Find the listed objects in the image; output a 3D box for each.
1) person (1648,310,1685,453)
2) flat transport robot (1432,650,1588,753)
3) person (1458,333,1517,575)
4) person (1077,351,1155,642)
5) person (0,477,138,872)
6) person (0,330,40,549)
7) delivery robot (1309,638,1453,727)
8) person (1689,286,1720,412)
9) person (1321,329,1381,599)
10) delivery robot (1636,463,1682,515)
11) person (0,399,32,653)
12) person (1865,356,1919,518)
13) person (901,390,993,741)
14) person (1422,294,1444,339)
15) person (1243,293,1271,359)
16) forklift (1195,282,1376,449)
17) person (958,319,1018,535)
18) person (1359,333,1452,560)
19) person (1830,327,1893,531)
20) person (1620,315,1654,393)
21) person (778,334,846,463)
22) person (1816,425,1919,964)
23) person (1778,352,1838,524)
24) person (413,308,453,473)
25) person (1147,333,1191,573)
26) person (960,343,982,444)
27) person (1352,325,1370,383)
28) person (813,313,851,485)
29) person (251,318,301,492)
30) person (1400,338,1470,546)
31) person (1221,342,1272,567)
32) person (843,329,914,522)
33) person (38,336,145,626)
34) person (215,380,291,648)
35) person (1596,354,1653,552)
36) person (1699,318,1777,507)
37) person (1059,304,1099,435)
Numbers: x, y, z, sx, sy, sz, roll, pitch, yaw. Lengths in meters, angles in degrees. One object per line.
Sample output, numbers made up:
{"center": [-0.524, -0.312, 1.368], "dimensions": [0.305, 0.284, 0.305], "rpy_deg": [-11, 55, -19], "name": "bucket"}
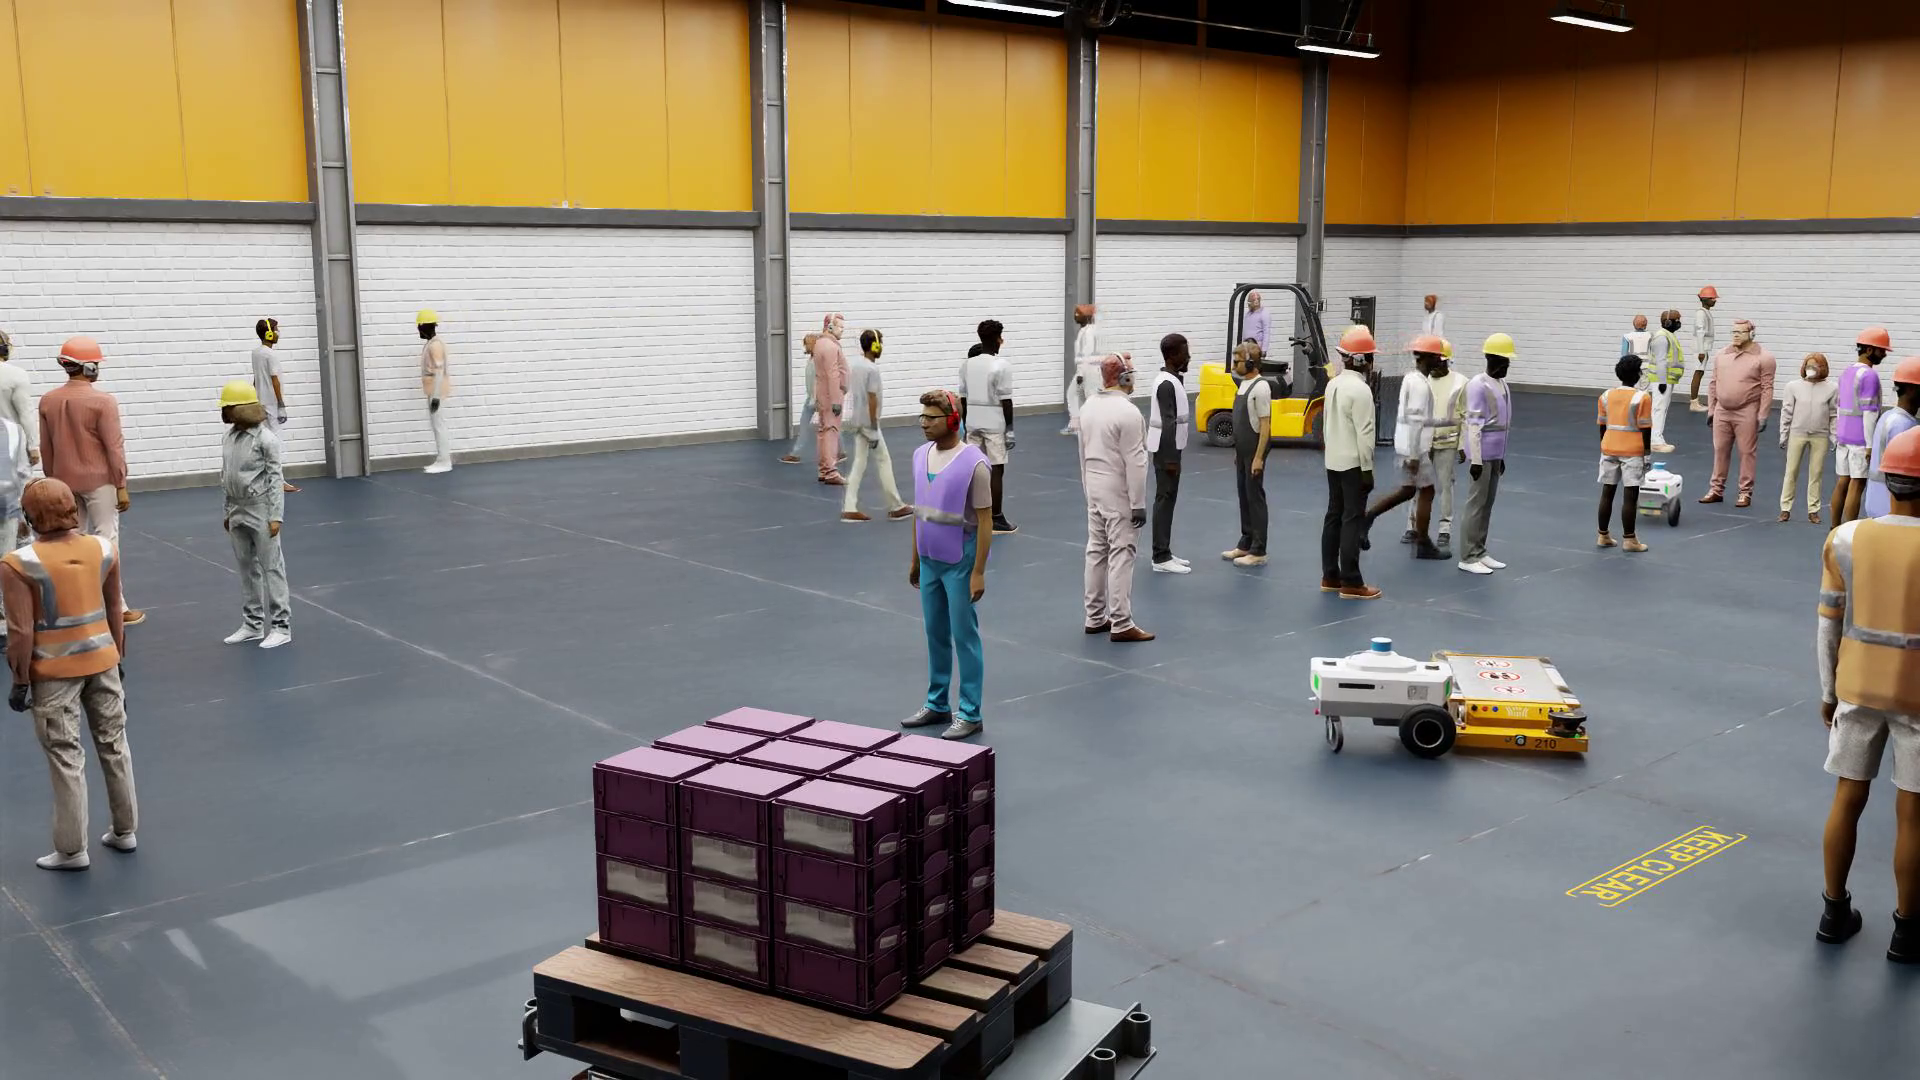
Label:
{"center": [9.170, -2.064, 21.605], "dimensions": [0.430, 1.845, 0.619], "rpy_deg": [6, 11, 30], "name": "person"}
{"center": [2.970, 0.856, 9.101], "dimensions": [0.652, 0.197, 1.431], "rpy_deg": [2, 10, 10], "name": "flat transport robot"}
{"center": [4.250, -0.695, 13.347], "dimensions": [0.376, 1.922, 0.594], "rpy_deg": [7, 12, 36], "name": "person"}
{"center": [1.045, -0.286, 10.995], "dimensions": [0.408, 1.913, 0.643], "rpy_deg": [-5, 11, -28], "name": "person"}
{"center": [-3.680, 0.554, 6.880], "dimensions": [0.315, 1.636, 0.515], "rpy_deg": [5, 11, 28], "name": "person"}
{"center": [-7.951, -0.782, 13.814], "dimensions": [0.628, 1.940, 0.378], "rpy_deg": [1, 10, 9], "name": "person"}
{"center": [2.172, 0.750, 8.618], "dimensions": [0.707, 0.478, 0.477], "rpy_deg": [2, 10, 11], "name": "delivery robot"}
{"center": [12.138, -3.110, 27.139], "dimensions": [0.375, 2.044, 0.605], "rpy_deg": [5, 11, 28], "name": "person"}
{"center": [2.910, -0.563, 12.372], "dimensions": [0.377, 1.995, 0.608], "rpy_deg": [-3, 10, -15], "name": "person"}
{"center": [6.665, -0.494, 15.899], "dimensions": [0.477, 0.478, 0.707], "rpy_deg": [6, 12, 33], "name": "delivery robot"}
{"center": [-6.219, -0.170, 10.600], "dimensions": [0.426, 1.806, 0.606], "rpy_deg": [8, 13, 40], "name": "person"}
{"center": [5.765, -0.162, 10.198], "dimensions": [0.376, 1.932, 0.551], "rpy_deg": [4, 10, 22], "name": "person"}
{"center": [-0.047, 0.124, 8.783], "dimensions": [0.373, 1.843, 0.572], "rpy_deg": [-8, 13, -40], "name": "person"}
{"center": [8.519, -3.448, 29.671], "dimensions": [0.693, 1.863, 0.596], "rpy_deg": [-3, 10, -17], "name": "person"}
{"center": [5.070, -3.311, 28.726], "dimensions": [0.402, 1.904, 0.652], "rpy_deg": [-5, 11, -27], "name": "person"}
{"center": [4.328, -2.346, 22.227], "dimensions": [2.313, 2.155, 1.214], "rpy_deg": [3, 10, 16], "name": "forklift"}
{"center": [0.258, -1.034, 15.210], "dimensions": [0.602, 1.967, 0.370], "rpy_deg": [9, 13, 42], "name": "person"}
{"center": [3.720, -0.787, 13.969], "dimensions": [0.791, 1.907, 0.573], "rpy_deg": [1, 10, 8], "name": "person"}
{"center": [7.769, -0.866, 14.338], "dimensions": [0.374, 1.928, 0.542], "rpy_deg": [1, 10, 4], "name": "person"}
{"center": [10.377, -2.623, 25.470], "dimensions": [0.515, 1.641, 0.309], "rpy_deg": [1, 10, 8], "name": "person"}
{"center": [-1.775, -1.721, 20.333], "dimensions": [0.855, 1.583, 0.514], "rpy_deg": [-5, 11, -27], "name": "person"}
{"center": [3.381, 0.552, 6.009], "dimensions": [0.357, 1.938, 0.543], "rpy_deg": [-8, 13, -39], "name": "person"}
{"center": [8.065, -0.969, 15.800], "dimensions": [0.506, 1.632, 0.283], "rpy_deg": [4, 10, 22], "name": "person"}
{"center": [-6.172, -1.745, 19.491], "dimensions": [0.381, 1.924, 0.594], "rpy_deg": [-4, 10, -21], "name": "person"}
{"center": [1.683, -0.703, 13.410], "dimensions": [0.388, 1.921, 0.594], "rpy_deg": [1, 10, 7], "name": "person"}
{"center": [0.167, -1.070, 16.207], "dimensions": [0.317, 1.696, 0.540], "rpy_deg": [1, 10, 7], "name": "person"}
{"center": [4.543, -1.581, 19.055], "dimensions": [0.379, 1.753, 0.525], "rpy_deg": [3, 10, 14], "name": "person"}
{"center": [-1.413, -1.570, 18.544], "dimensions": [0.406, 1.902, 0.637], "rpy_deg": [-3, 10, -16], "name": "person"}
{"center": [-7.392, -1.443, 17.889], "dimensions": [0.510, 1.872, 0.328], "rpy_deg": [9, 13, 41], "name": "person"}
{"center": [4.165, -0.858, 14.605], "dimensions": [0.589, 1.822, 0.403], "rpy_deg": [6, 11, 30], "name": "person"}
{"center": [2.374, -0.698, 13.641], "dimensions": [0.386, 1.846, 0.522], "rpy_deg": [-2, 10, -9], "name": "person"}
{"center": [-0.791, -1.086, 15.892], "dimensions": [0.796, 1.833, 0.557], "rpy_deg": [-6, 11, -30], "name": "person"}
{"center": [-5.939, -0.388, 11.347], "dimensions": [0.614, 1.993, 0.395], "rpy_deg": [2, 10, 13], "name": "person"}
{"center": [-4.601, -0.164, 10.776], "dimensions": [0.492, 1.740, 0.325], "rpy_deg": [5, 11, 26], "name": "person"}
{"center": [5.716, -0.744, 14.295], "dimensions": [0.318, 1.699, 0.533], "rpy_deg": [-6, 11, -31], "name": "person"}
{"center": [7.881, -1.290, 16.881], "dimensions": [0.403, 1.910, 0.637], "rpy_deg": [-7, 12, -37], "name": "person"}
{"center": [1.653, -2.363, 23.293], "dimensions": [0.719, 1.857, 0.620], "rpy_deg": [-1, 10, -4], "name": "person"}
